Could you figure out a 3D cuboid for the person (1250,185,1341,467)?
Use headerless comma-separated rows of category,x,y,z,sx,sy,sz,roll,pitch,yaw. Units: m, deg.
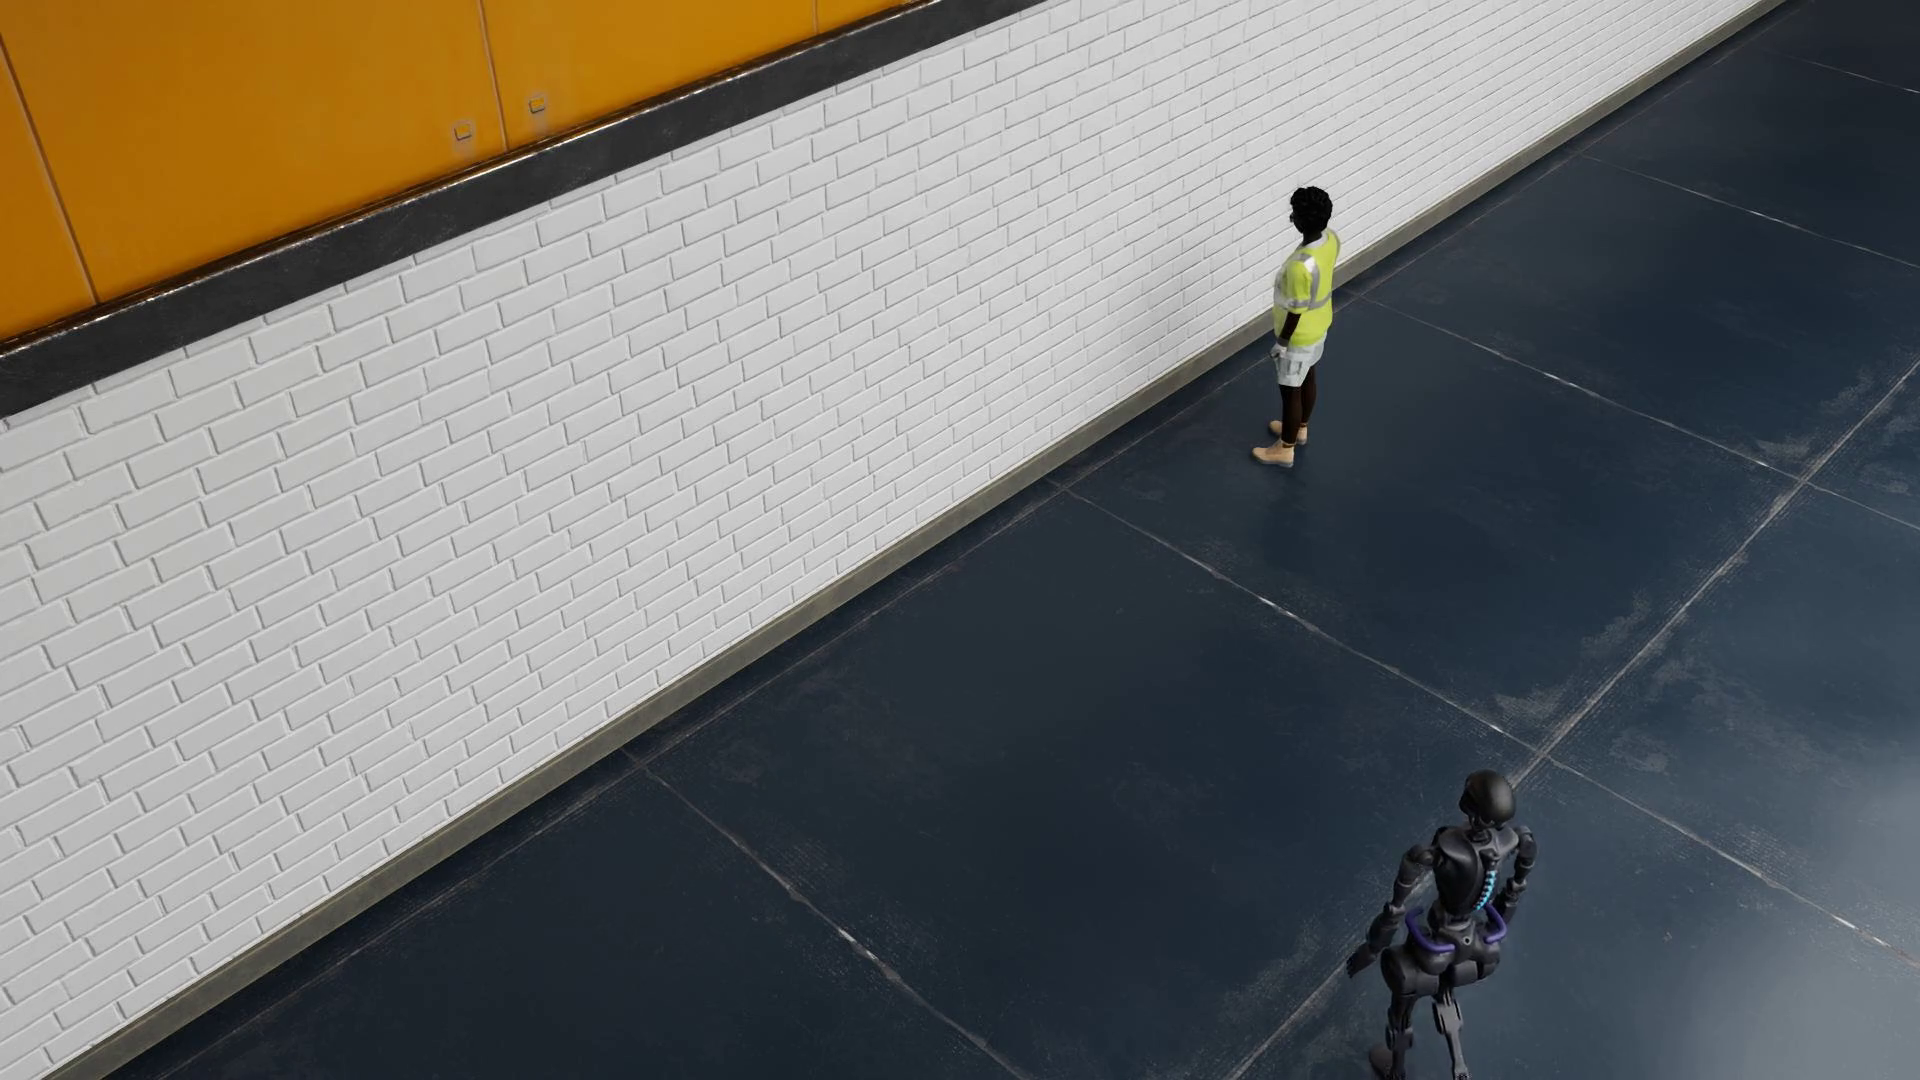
person,1.883,-1.180,9.253,0.321,1.692,0.530,20,43,23

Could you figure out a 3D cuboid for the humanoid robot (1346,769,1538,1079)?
humanoid robot,1.727,1.477,5.951,0.596,1.646,0.417,-10,40,-12
